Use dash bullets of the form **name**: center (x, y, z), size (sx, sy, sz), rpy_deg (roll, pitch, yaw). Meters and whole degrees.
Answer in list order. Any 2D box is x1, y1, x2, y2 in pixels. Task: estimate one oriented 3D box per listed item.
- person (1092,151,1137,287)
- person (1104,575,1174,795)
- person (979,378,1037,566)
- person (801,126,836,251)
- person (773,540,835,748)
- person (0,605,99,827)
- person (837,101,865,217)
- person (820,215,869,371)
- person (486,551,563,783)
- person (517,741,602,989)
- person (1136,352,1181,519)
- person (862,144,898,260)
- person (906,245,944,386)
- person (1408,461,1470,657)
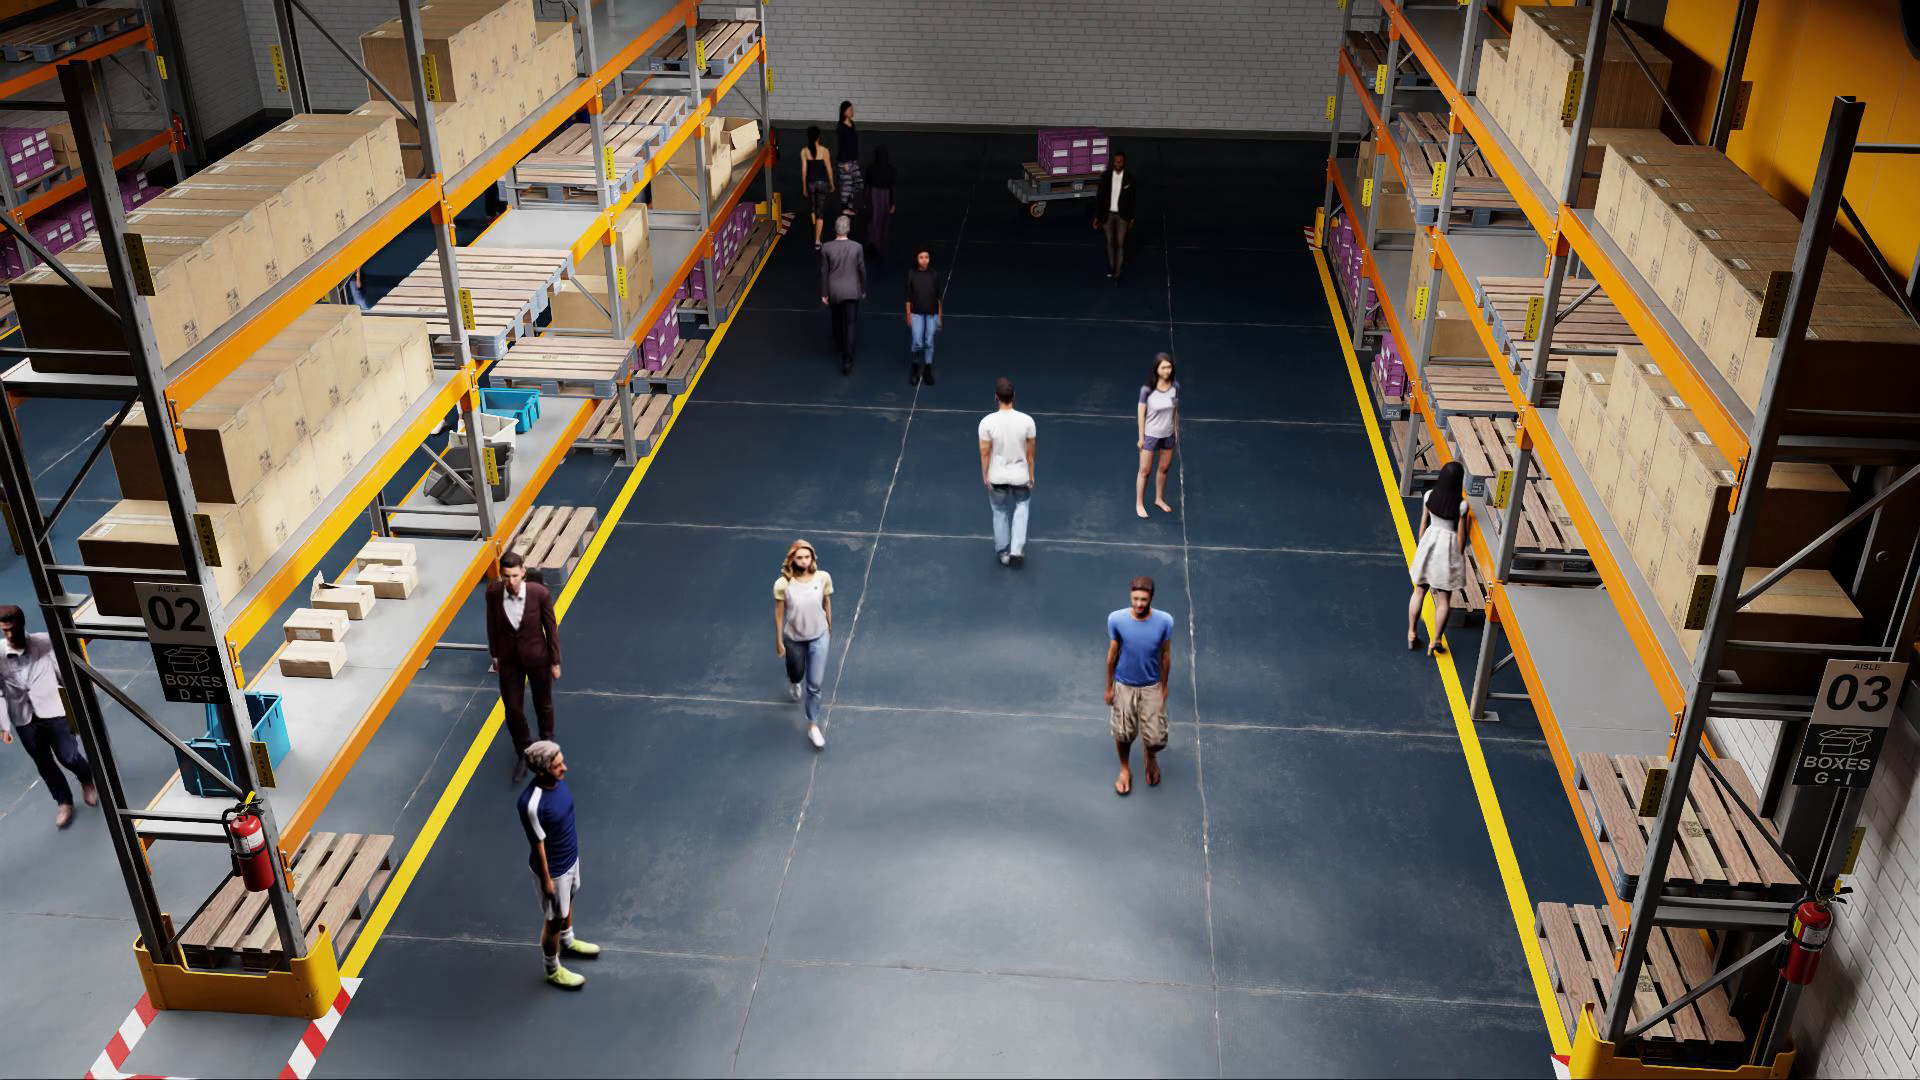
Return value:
- **person**: center (2.092, -4.360, 22.378), size (0.814, 1.765, 1.131), rpy_deg (8, 30, 14)
- **person**: center (1.327, 1.026, 12.414), size (0.666, 1.851, 0.674), rpy_deg (4, 29, 7)
- **person**: center (0.447, -0.573, 15.352), size (0.704, 1.844, 0.689), rpy_deg (0, 29, 1)
- **person**: center (-2.040, -4.955, 23.530), size (0.611, 1.707, 0.856), rpy_deg (5, 29, 9)
- **person**: center (-1.245, 0.738, 13.101), size (0.927, 1.700, 1.178), rpy_deg (-10, 30, -17)
- **person**: center (-6.673, 1.205, 12.104), size (0.770, 1.834, 0.777), rpy_deg (-7, 29, -12)
- **person**: center (-1.752, -5.705, 24.886), size (0.767, 1.725, 0.666), rpy_deg (16, 32, 26)
- **person**: center (-1.365, -2.882, 19.644), size (0.743, 1.788, 1.219), rpy_deg (1, 29, 2)
- **person**: center (-3.316, 0.861, 12.722), size (0.790, 1.847, 0.883), rpy_deg (-2, 29, -4)
- **person**: center (-2.588, 2.028, 10.596), size (0.685, 1.834, 0.477), rpy_deg (3, 29, 6)
- **person**: center (1.954, -1.053, 16.379), size (0.673, 1.706, 0.679), rpy_deg (-13, 31, -22)
- **person**: center (-1.129, -4.672, 23.121), size (0.651, 1.602, 0.809), rpy_deg (-1, 29, -2)
- **person**: center (-0.433, -2.624, 19.282), size (0.644, 1.683, 0.690), rpy_deg (-7, 29, -12)
- **person**: center (4.066, 0.149, 14.109), size (0.781, 1.769, 0.814), rpy_deg (21, 35, 33)
